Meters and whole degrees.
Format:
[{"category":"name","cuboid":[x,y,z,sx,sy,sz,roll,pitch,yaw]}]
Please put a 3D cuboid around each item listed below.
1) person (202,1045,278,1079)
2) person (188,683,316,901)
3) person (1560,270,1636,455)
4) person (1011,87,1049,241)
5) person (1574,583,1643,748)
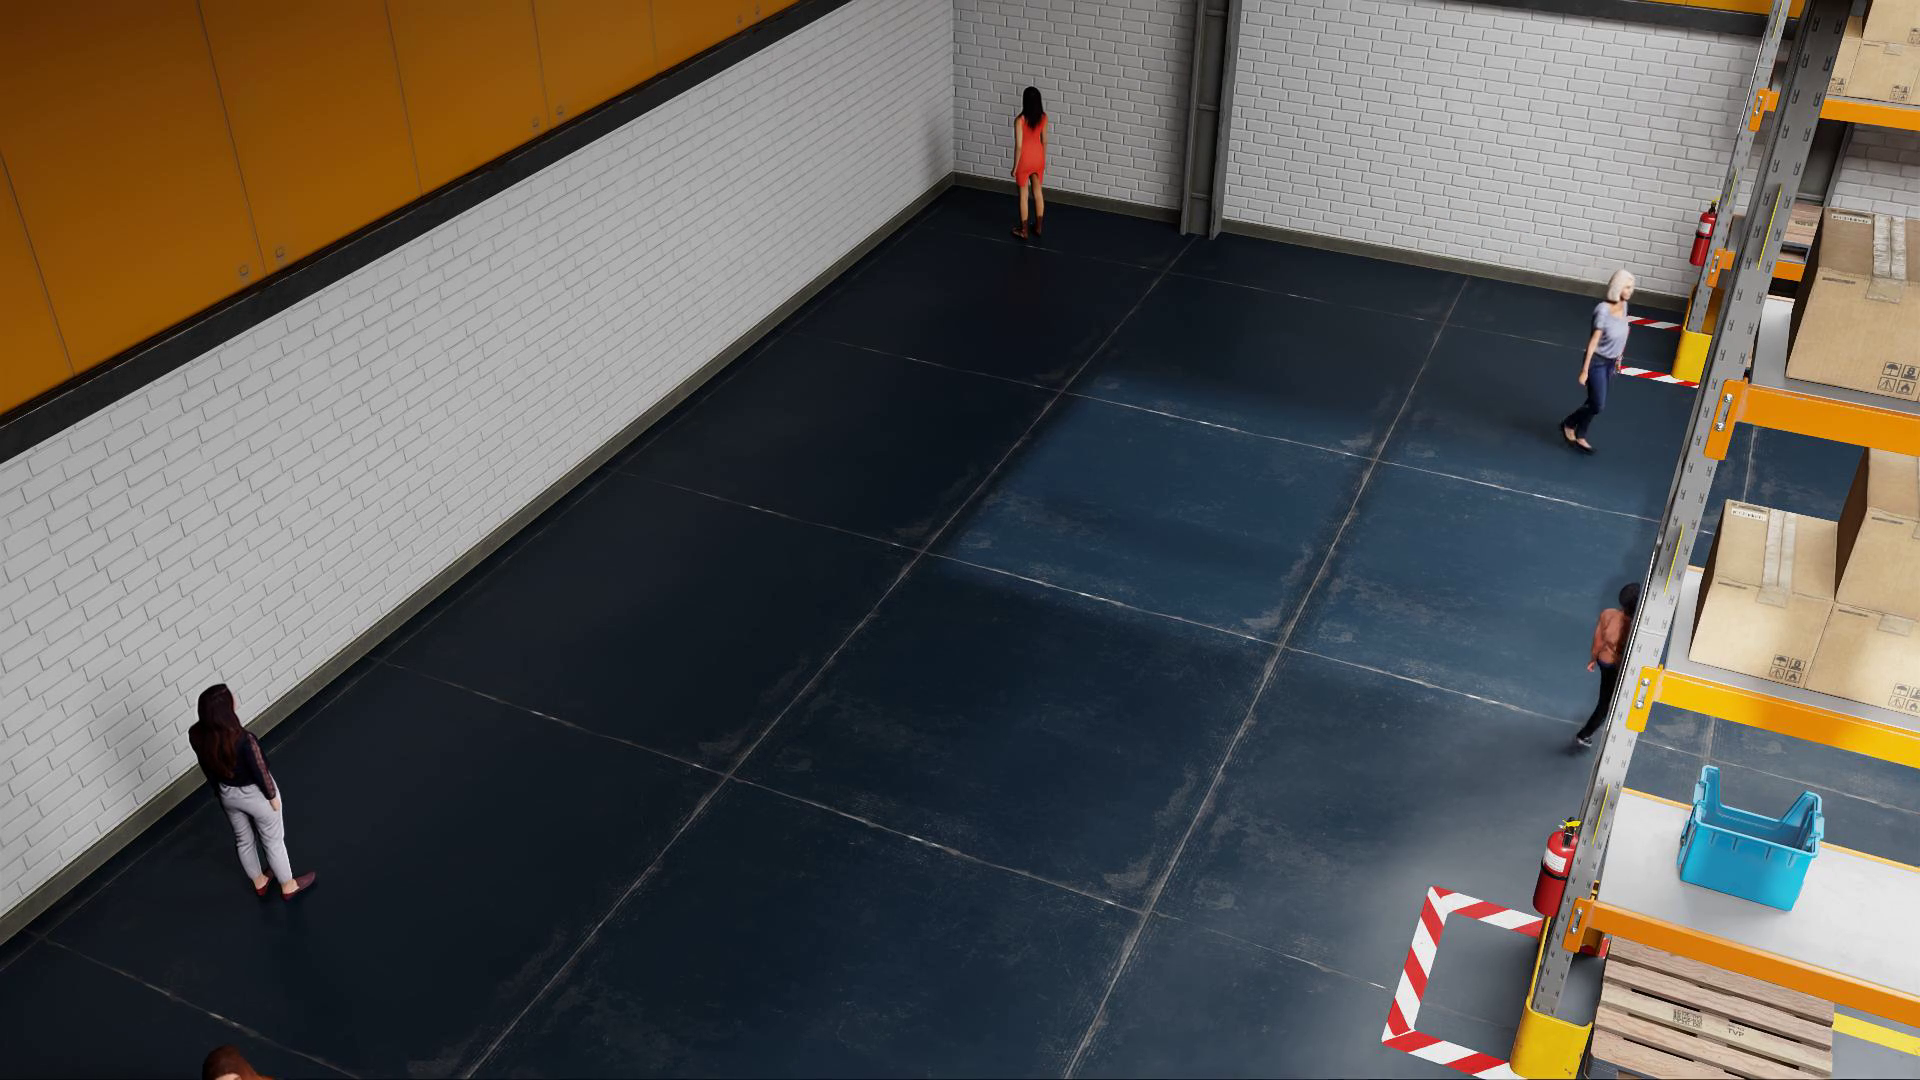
[{"category":"person","cuboid":[-3.270,2.888,7.771,0.698,1.711,0.735,-18,38,-25]},{"category":"person","cuboid":[-4.255,1.505,9.944,0.521,1.608,0.696,8,35,12]},{"category":"person","cuboid":[5.499,-1.566,14.469,0.713,1.714,0.740,-24,41,-32]},{"category":"person","cuboid":[0.774,-4.173,18.387,0.672,1.719,0.701,-18,37,-25]},{"category":"person","cuboid":[4.412,0.855,11.255,0.903,1.241,0.780,29,43,36]}]
